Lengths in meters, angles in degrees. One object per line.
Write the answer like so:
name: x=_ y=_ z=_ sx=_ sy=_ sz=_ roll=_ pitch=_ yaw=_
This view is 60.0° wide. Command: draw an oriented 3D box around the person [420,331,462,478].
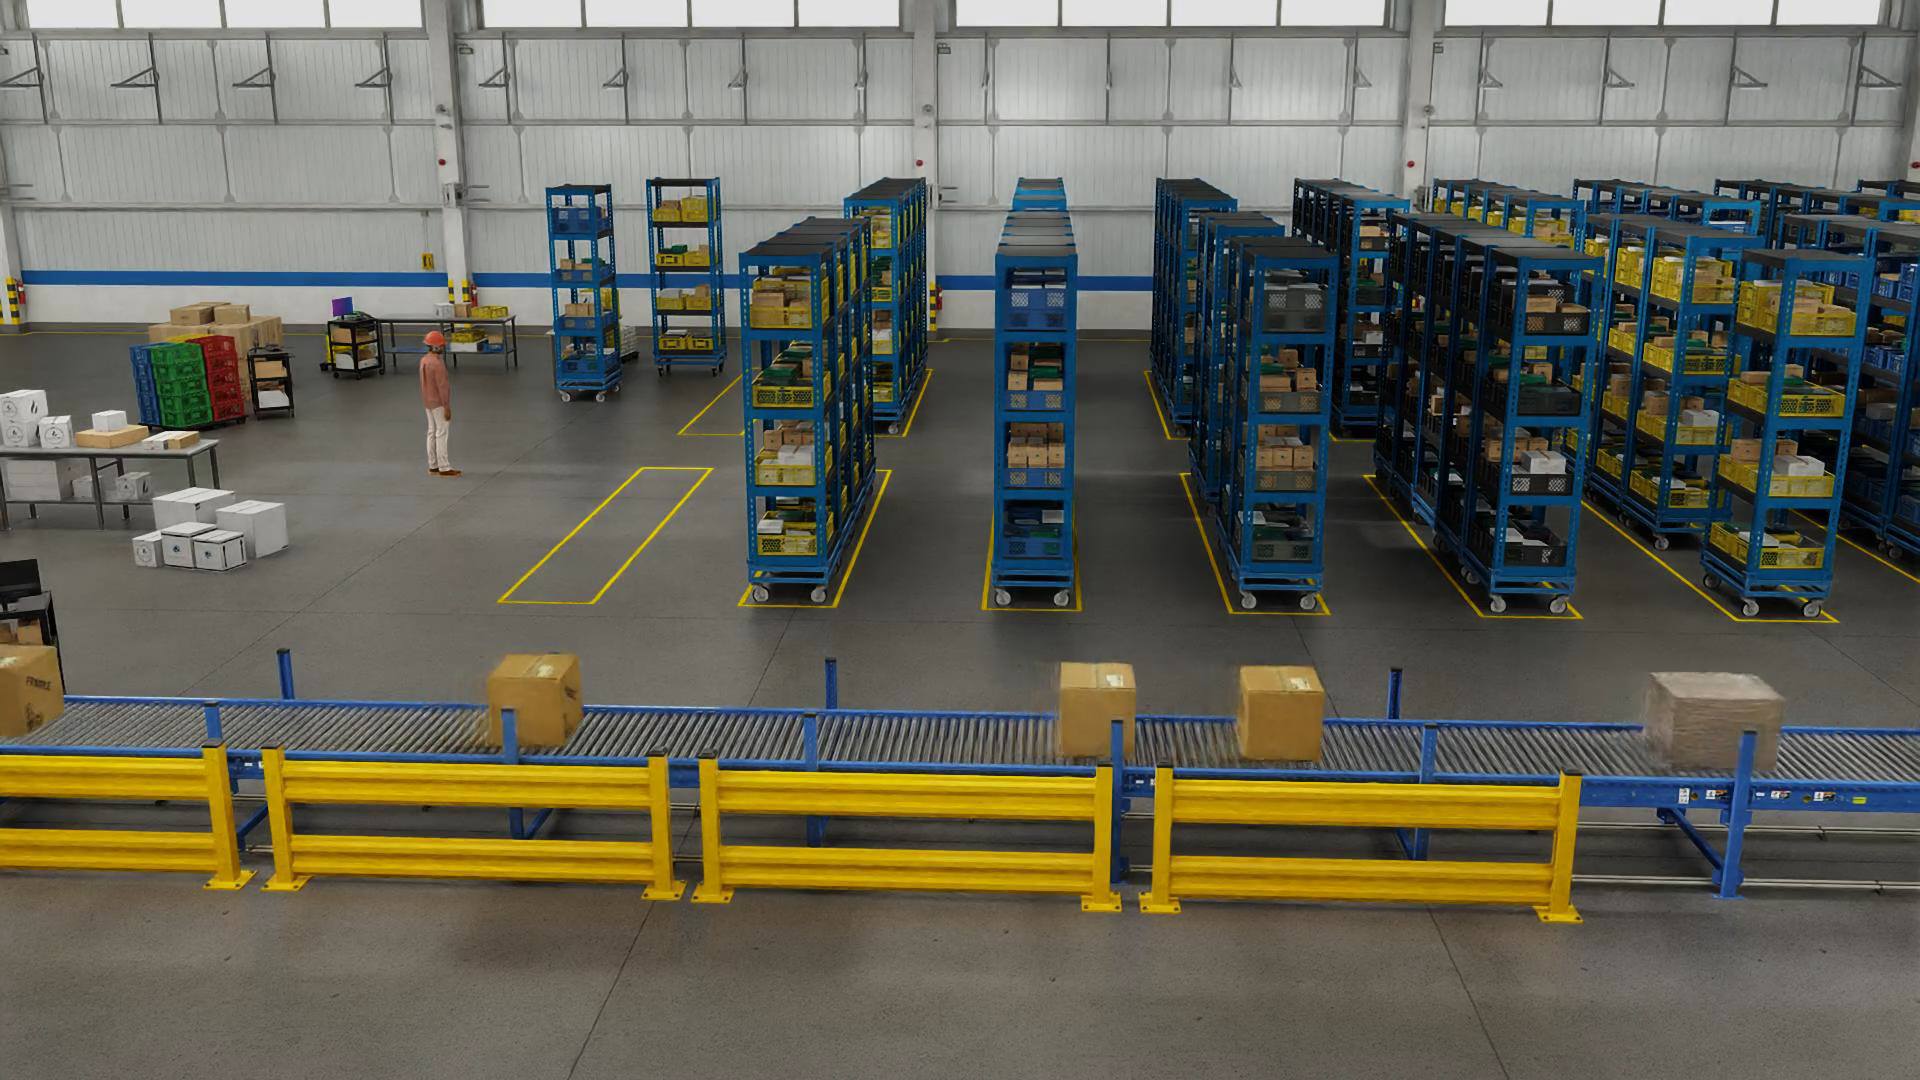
person: x=-7.083 y=-1.846 z=22.610 sx=0.396 sy=1.992 sz=0.623 roll=-13 pitch=20 yaw=-40
